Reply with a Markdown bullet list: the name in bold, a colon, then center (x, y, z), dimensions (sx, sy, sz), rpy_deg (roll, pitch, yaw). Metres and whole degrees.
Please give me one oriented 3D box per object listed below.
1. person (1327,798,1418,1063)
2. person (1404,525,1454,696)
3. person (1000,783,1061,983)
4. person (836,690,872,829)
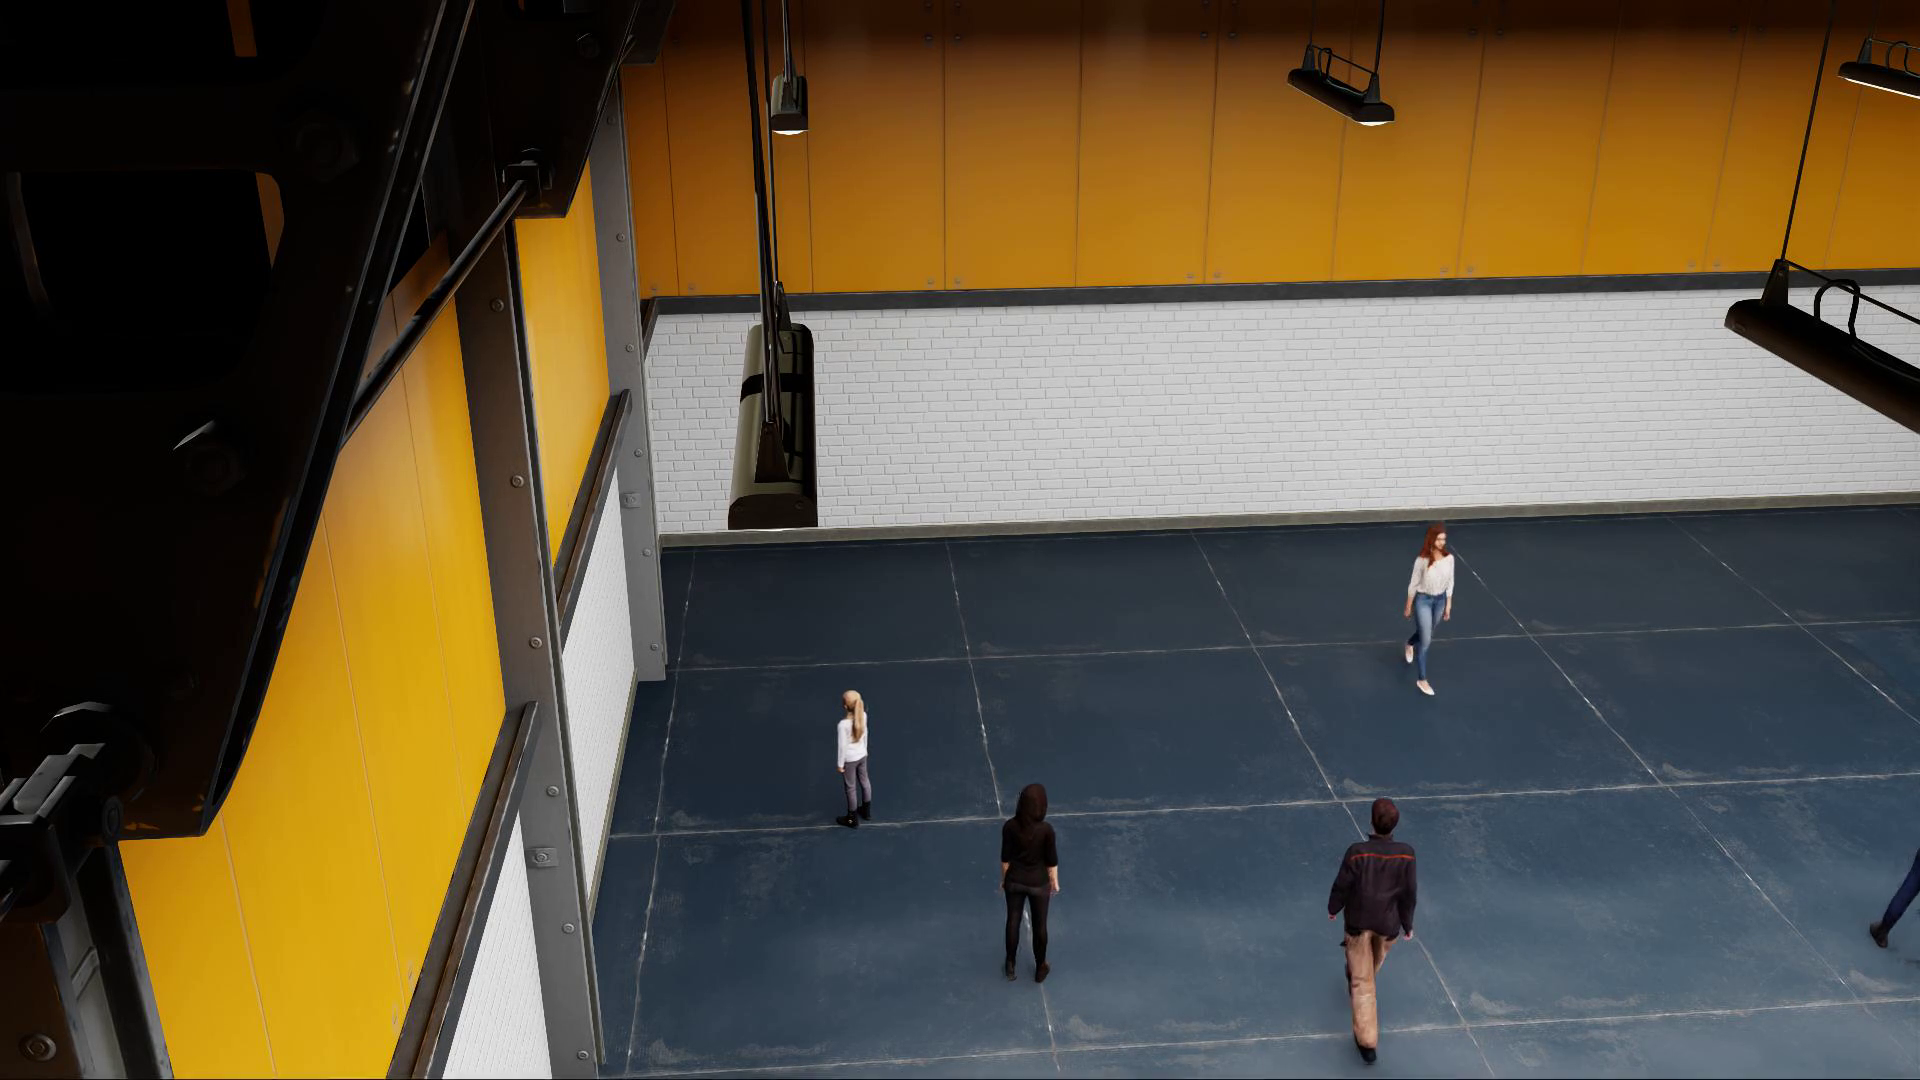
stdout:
- **person**: center (2.854, 2.717, 11.497), dimensions (0.780, 1.872, 1.226), rpy_deg (0, 24, 0)
- **person**: center (4.624, 0.613, 16.525), dimensions (0.673, 1.701, 1.114), rpy_deg (-5, 24, -12)
- **person**: center (0.504, 2.521, 12.235), dimensions (0.647, 1.642, 0.624), rpy_deg (4, 24, 9)
- **person**: center (-0.904, 1.855, 14.210), dimensions (0.630, 1.279, 0.574), rpy_deg (21, 31, 39)
